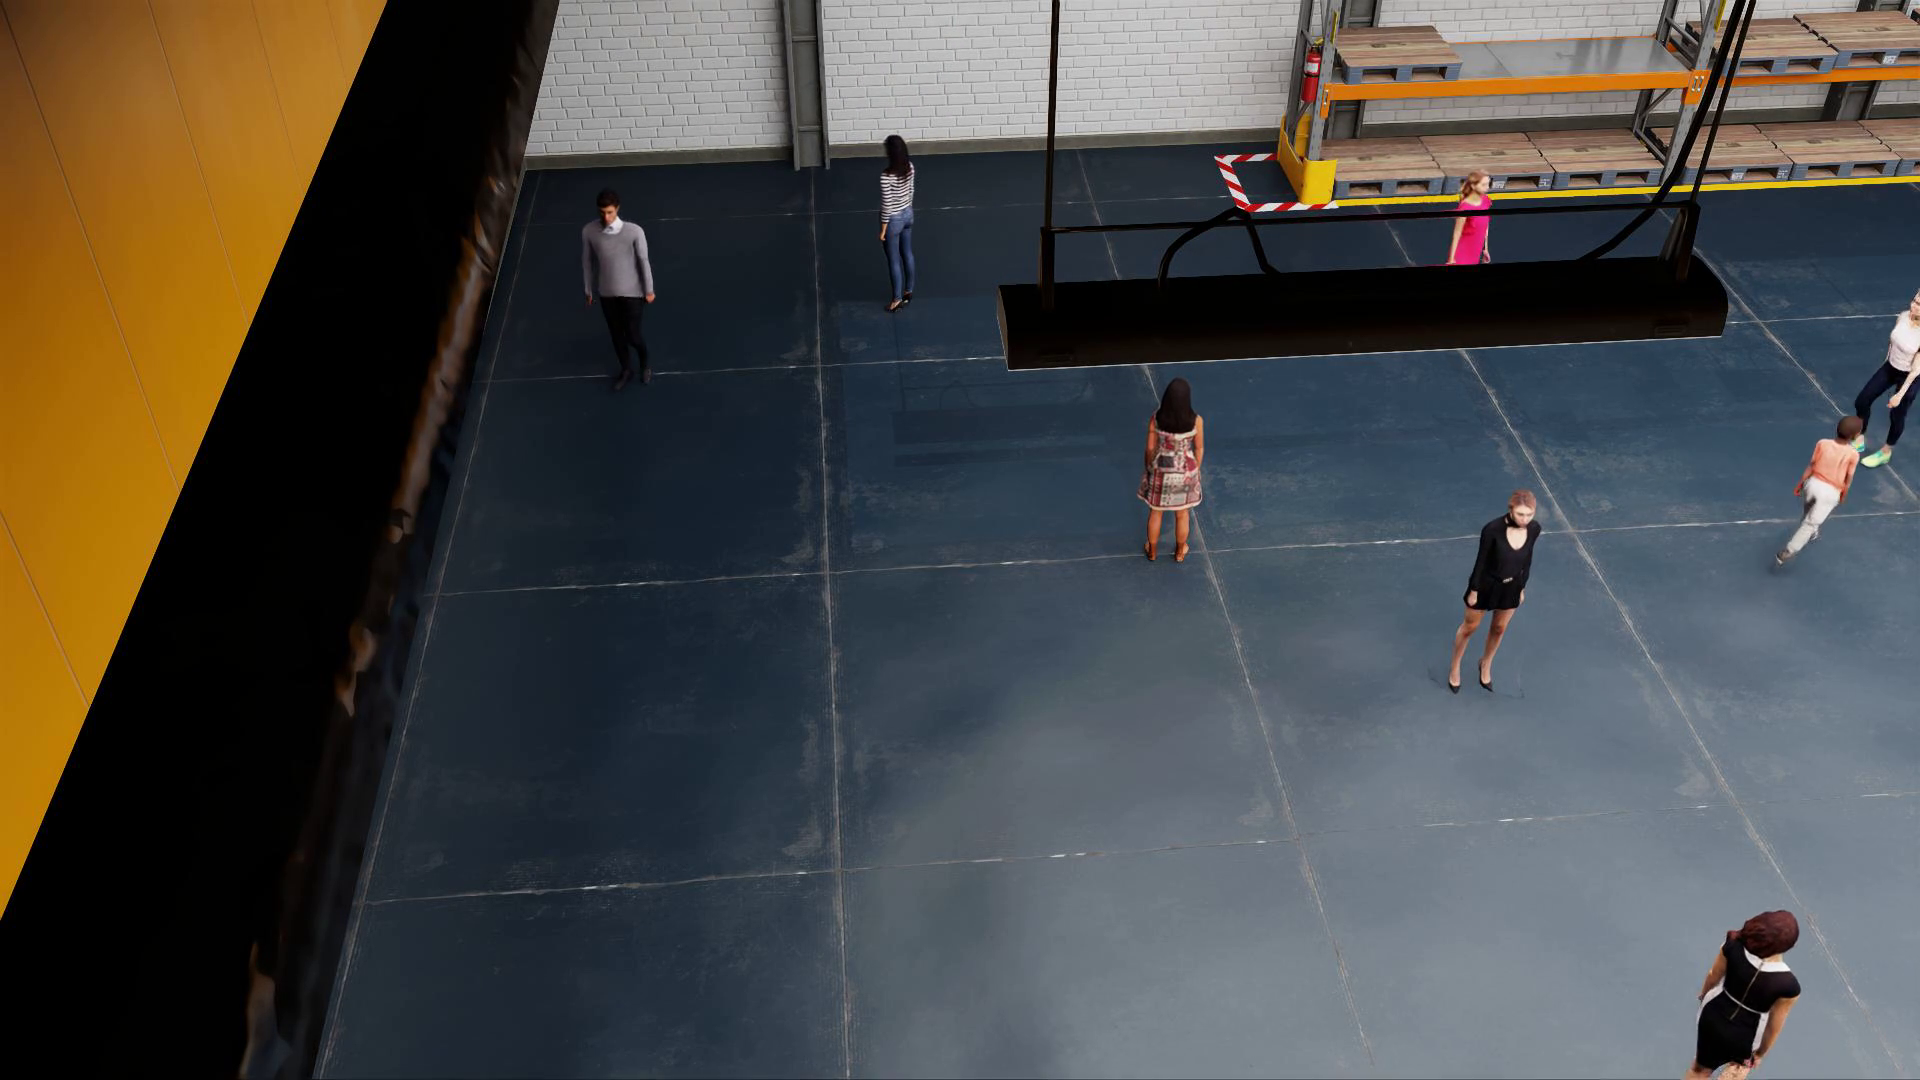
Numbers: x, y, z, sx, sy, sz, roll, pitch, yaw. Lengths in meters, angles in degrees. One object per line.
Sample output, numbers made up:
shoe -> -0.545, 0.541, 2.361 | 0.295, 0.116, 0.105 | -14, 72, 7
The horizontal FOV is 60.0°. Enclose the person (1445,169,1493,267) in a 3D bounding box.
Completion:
person -> 4.563, -2.649, 15.284 | 1.053, 1.690, 1.007 | 29, 47, 31

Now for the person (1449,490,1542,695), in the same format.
person -> 3.706, 0.351, 11.466 | 0.456, 1.767, 0.635 | -4, 39, -5

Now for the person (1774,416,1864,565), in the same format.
person -> 6.569, -0.355, 12.738 | 0.953, 1.283, 0.754 | -26, 45, -29

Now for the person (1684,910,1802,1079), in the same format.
person -> 3.968, 2.591, 8.647 | 0.706, 1.785, 0.760 | 32, 48, 33

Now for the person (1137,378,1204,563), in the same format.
person -> 1.611, -0.527, 12.663 | 0.532, 1.645, 0.749 | 4, 39, 5

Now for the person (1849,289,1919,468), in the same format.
person -> 7.797, -1.335, 13.640 | 0.705, 1.688, 0.655 | -10, 40, -12

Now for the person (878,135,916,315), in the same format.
person -> -0.586, -2.960, 15.588 | 0.682, 1.797, 0.634 | 25, 45, 28

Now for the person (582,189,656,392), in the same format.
person -> -2.947, -2.235, 14.590 | 0.732, 1.910, 0.901 | 8, 39, 9
